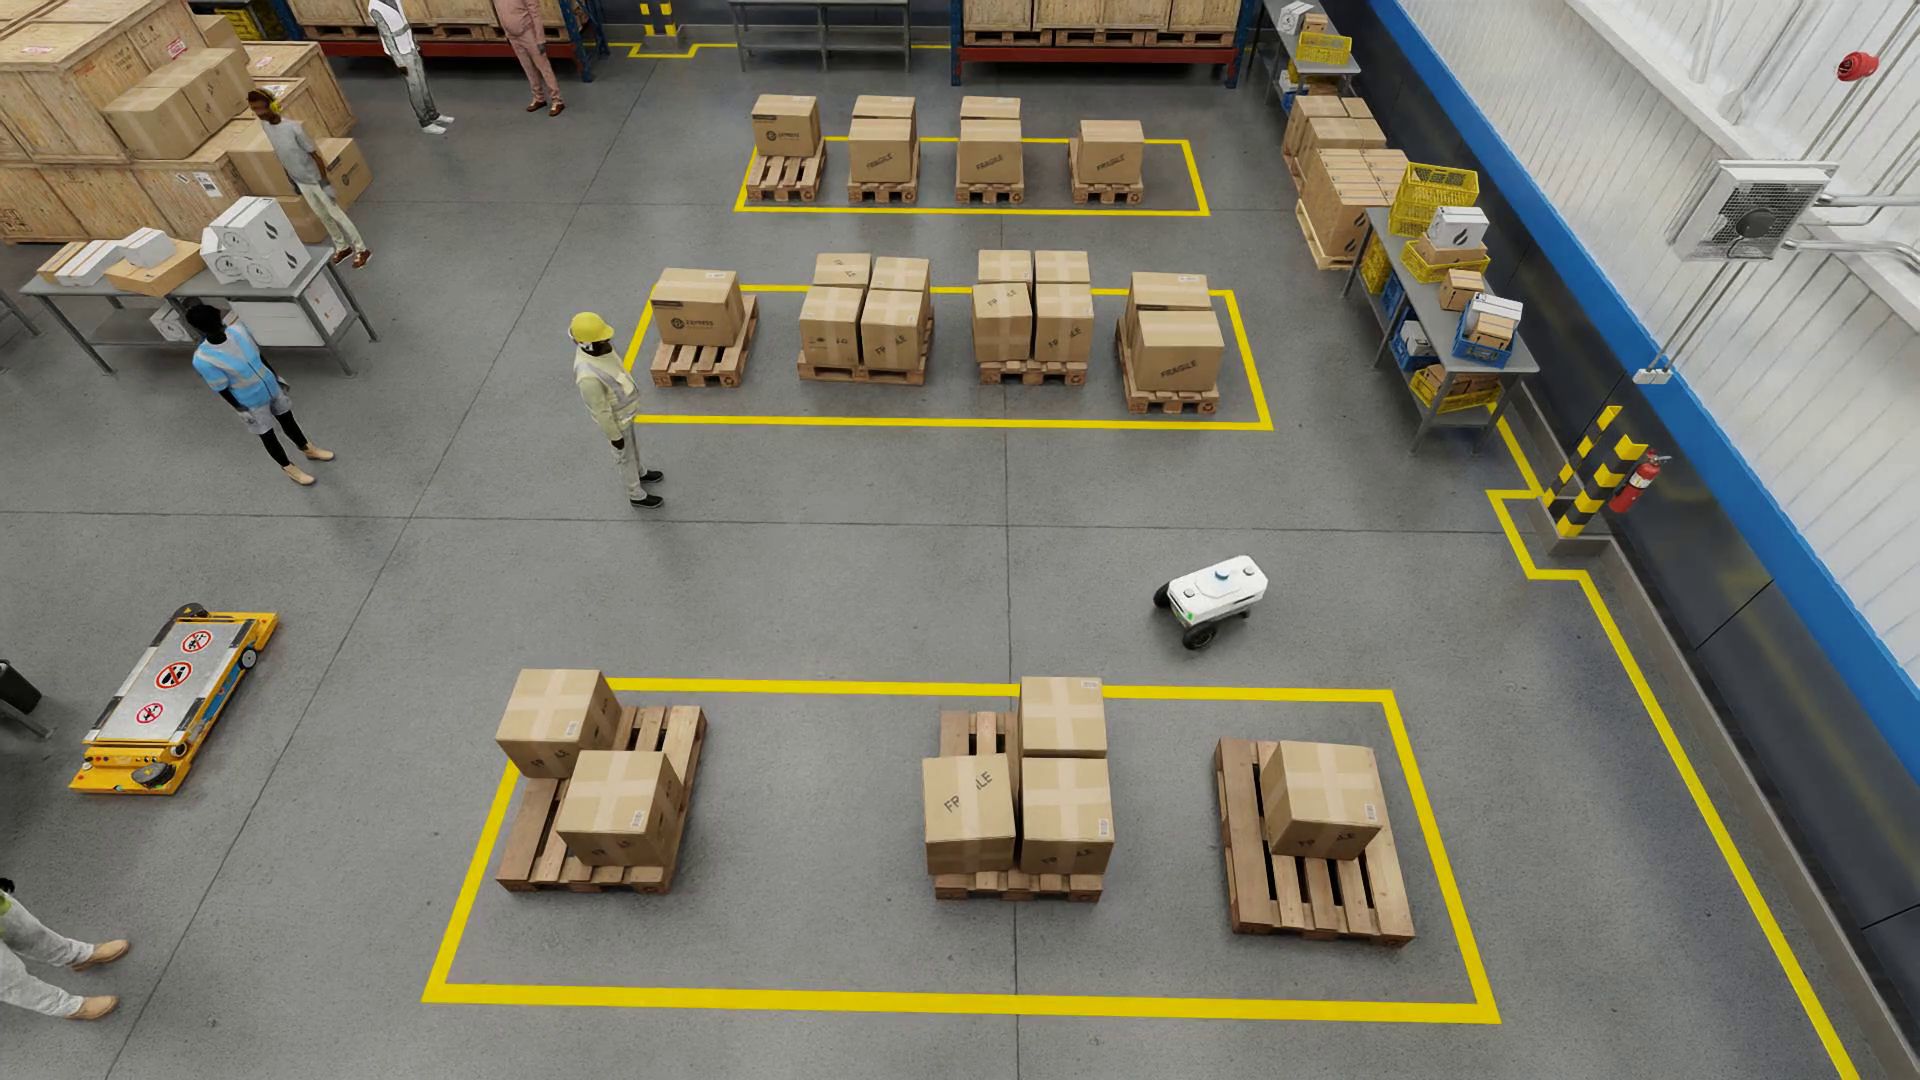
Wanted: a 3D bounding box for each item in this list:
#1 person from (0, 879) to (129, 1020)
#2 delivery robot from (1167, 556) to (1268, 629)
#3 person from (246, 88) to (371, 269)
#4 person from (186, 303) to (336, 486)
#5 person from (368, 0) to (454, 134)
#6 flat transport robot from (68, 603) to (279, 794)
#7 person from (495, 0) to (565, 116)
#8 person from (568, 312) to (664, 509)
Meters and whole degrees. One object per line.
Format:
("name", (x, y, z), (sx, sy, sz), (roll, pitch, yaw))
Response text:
("person", (-5.036, 1.978, 4.659), (0.429, 1.839, 0.637), (-15, 51, -12))
("delivery robot", (1.901, 0.374, 6.789), (0.707, 0.478, 0.477), (-18, 52, -15))
("person", (-6.689, -3.681, 9.431), (0.560, 1.867, 0.319), (13, 51, 10))
("person", (-5.688, -1.181, 7.422), (0.322, 1.692, 0.532), (8, 50, 6))
("person", (-6.936, -6.087, 11.437), (0.389, 1.911, 0.591), (-1, 50, -1))
("flat transport robot", (-5.504, 1.072, 6.442), (0.652, 0.197, 1.431), (1, 50, 1))
("person", (-5.602, -6.466, 11.757), (0.641, 1.908, 0.407), (18, 52, 15))
("person", (-2.684, -1.012, 7.190), (0.404, 1.829, 0.600), (-8, 50, -6))
